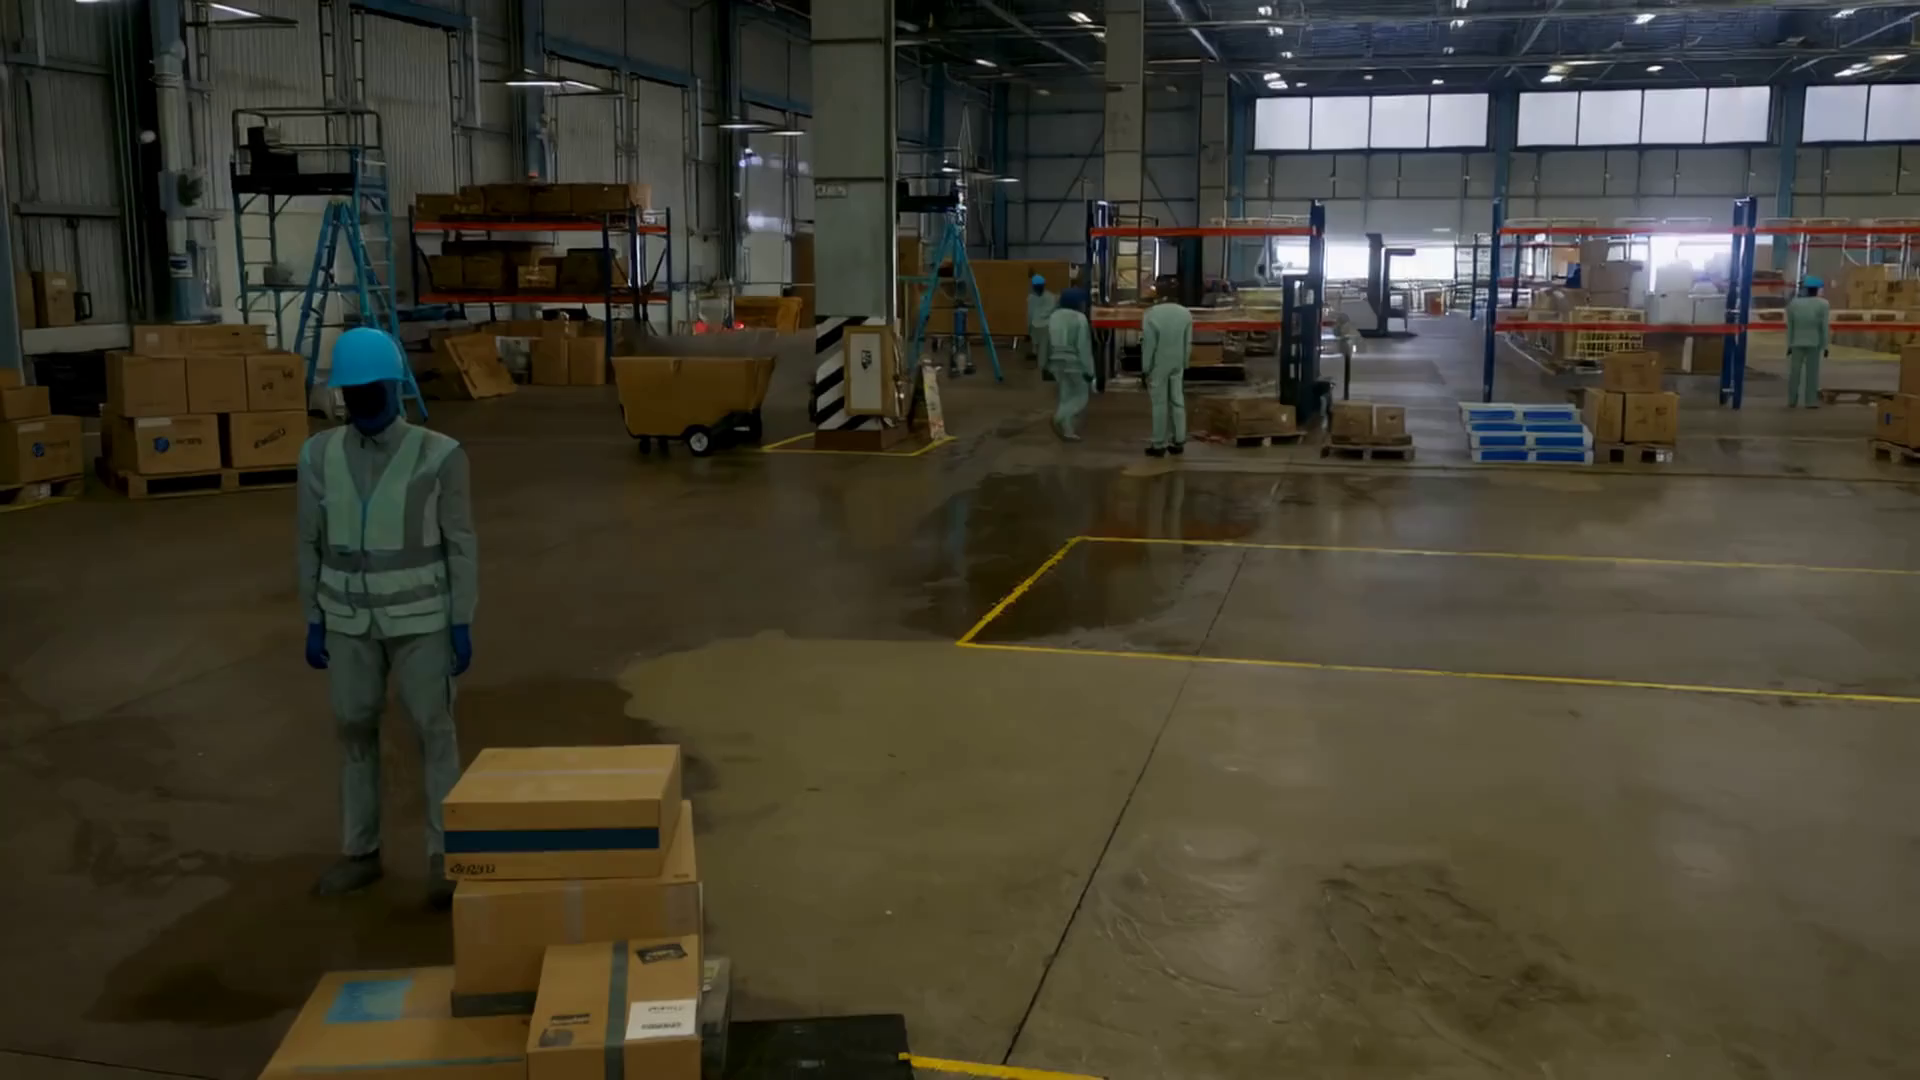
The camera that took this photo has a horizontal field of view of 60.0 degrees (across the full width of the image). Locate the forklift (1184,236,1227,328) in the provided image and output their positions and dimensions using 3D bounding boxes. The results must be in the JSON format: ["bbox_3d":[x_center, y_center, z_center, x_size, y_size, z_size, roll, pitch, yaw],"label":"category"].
[{"bbox_3d":[7.088,-7.818,50.436,1.873,2.768,1.129,-2,10,-12],"label":"forklift"}]

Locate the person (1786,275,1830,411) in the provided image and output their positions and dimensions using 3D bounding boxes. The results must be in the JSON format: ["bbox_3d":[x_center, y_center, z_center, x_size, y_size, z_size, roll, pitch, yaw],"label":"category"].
[{"bbox_3d":[12.083,-2.801,23.713,0.371,1.923,0.586,-9,13,-43],"label":"person"}]

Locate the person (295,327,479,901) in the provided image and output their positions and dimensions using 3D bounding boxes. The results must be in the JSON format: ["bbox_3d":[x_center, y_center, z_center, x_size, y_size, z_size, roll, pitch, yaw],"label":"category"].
[{"bbox_3d":[-1.928,0.262,5.604,0.607,1.947,0.406,1,10,5],"label":"person"}]

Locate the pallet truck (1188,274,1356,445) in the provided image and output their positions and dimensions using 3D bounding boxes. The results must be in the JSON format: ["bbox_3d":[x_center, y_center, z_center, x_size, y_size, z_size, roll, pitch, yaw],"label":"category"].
[{"bbox_3d":[3.653,-2.138,19.590,1.885,1.965,0.823,-4,10,-20],"label":"pallet truck"}]

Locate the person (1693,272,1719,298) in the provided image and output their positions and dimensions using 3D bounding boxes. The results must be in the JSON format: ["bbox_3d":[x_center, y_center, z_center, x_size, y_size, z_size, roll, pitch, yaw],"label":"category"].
[{"bbox_3d":[15.064,-4.505,33.851,0.768,1.891,0.721,-4,10,-20],"label":"person"}]

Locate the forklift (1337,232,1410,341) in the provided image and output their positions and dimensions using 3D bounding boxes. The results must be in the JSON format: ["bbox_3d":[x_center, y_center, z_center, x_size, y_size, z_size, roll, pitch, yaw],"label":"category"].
[{"bbox_3d":[10.815,-6.627,43.424,1.873,2.768,1.129,2,10,13],"label":"forklift"}]

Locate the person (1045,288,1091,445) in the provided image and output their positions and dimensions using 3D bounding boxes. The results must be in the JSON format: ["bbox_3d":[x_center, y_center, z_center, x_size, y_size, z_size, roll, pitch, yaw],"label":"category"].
[{"bbox_3d":[1.228,-1.977,19.136,0.582,1.829,0.642,-8,12,-39],"label":"person"}]

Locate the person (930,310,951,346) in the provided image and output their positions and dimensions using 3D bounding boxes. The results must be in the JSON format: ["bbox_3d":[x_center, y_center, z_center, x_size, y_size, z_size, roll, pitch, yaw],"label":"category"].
[{"bbox_3d":[-0.483,-5.653,41.217,0.543,1.680,0.618,5,11,28],"label":"person"}]

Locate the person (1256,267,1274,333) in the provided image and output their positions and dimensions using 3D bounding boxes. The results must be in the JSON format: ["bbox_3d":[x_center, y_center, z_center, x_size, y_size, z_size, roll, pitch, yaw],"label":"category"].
[{"bbox_3d":[8.553,-6.584,45.996,0.757,1.911,0.646,-2,10,-9],"label":"person"}]

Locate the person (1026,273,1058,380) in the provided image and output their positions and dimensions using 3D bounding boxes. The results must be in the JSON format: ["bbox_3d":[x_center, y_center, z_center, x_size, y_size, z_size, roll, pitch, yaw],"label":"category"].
[{"bbox_3d":[1.487,-3.806,29.692,0.600,1.900,0.448,-1,10,-4],"label":"person"}]

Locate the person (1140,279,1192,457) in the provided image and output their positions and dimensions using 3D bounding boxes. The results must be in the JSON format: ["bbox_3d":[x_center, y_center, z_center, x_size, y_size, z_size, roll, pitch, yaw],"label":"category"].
[{"bbox_3d":[2.243,-1.877,18.223,0.629,1.939,0.374,-5,11,-28],"label":"person"}]

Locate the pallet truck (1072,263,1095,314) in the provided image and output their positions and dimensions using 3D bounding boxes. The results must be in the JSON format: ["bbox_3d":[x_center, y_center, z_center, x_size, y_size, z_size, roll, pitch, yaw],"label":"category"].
[{"bbox_3d":[4.325,-8.180,55.162,0.823,1.965,1.885,6,11,31],"label":"pallet truck"}]

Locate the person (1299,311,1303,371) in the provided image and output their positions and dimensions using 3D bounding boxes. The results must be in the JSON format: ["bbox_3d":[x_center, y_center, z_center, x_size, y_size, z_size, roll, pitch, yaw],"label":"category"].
[{"bbox_3d":[6.724,-4.100,31.902,0.484,1.739,0.319,-8,13,-40],"label":"person"}]
